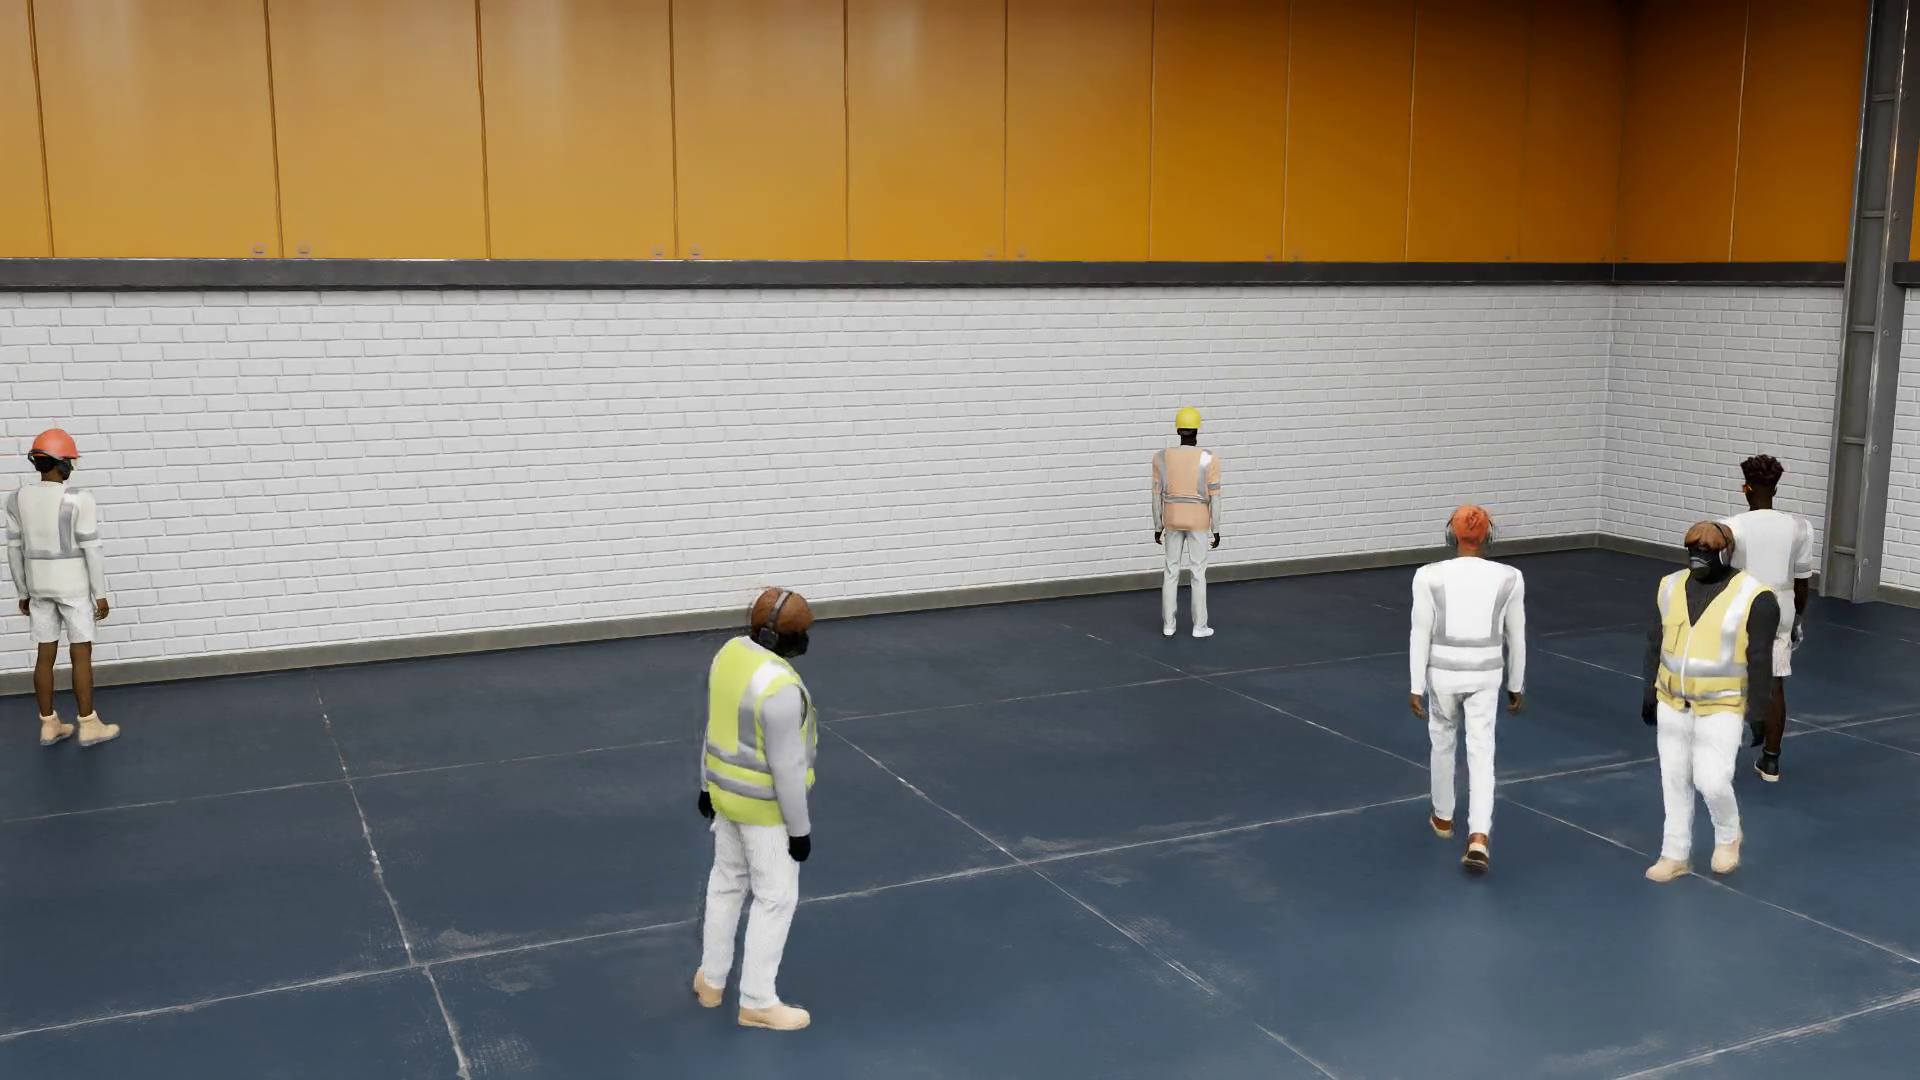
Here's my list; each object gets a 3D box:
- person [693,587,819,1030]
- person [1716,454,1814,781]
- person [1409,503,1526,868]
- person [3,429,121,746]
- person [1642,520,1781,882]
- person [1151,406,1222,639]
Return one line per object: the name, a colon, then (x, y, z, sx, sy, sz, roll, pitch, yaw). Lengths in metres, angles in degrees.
person: (-0.832, 1.062, 6.738, 0.437, 1.805, 0.775, -6, 11, -34)
person: (4.720, 0.469, 9.891, 0.607, 1.966, 0.363, 1, 9, 3)
person: (2.631, 0.737, 8.617, 0.589, 1.854, 0.941, 2, 9, 10)
person: (-5.755, 0.304, 10.681, 0.614, 2.038, 0.396, 1, 9, 7)
person: (3.665, 0.807, 8.218, 0.445, 1.827, 0.655, -6, 11, -35)
person: (1.877, -0.141, 13.783, 0.587, 1.930, 0.363, 3, 10, 20)
